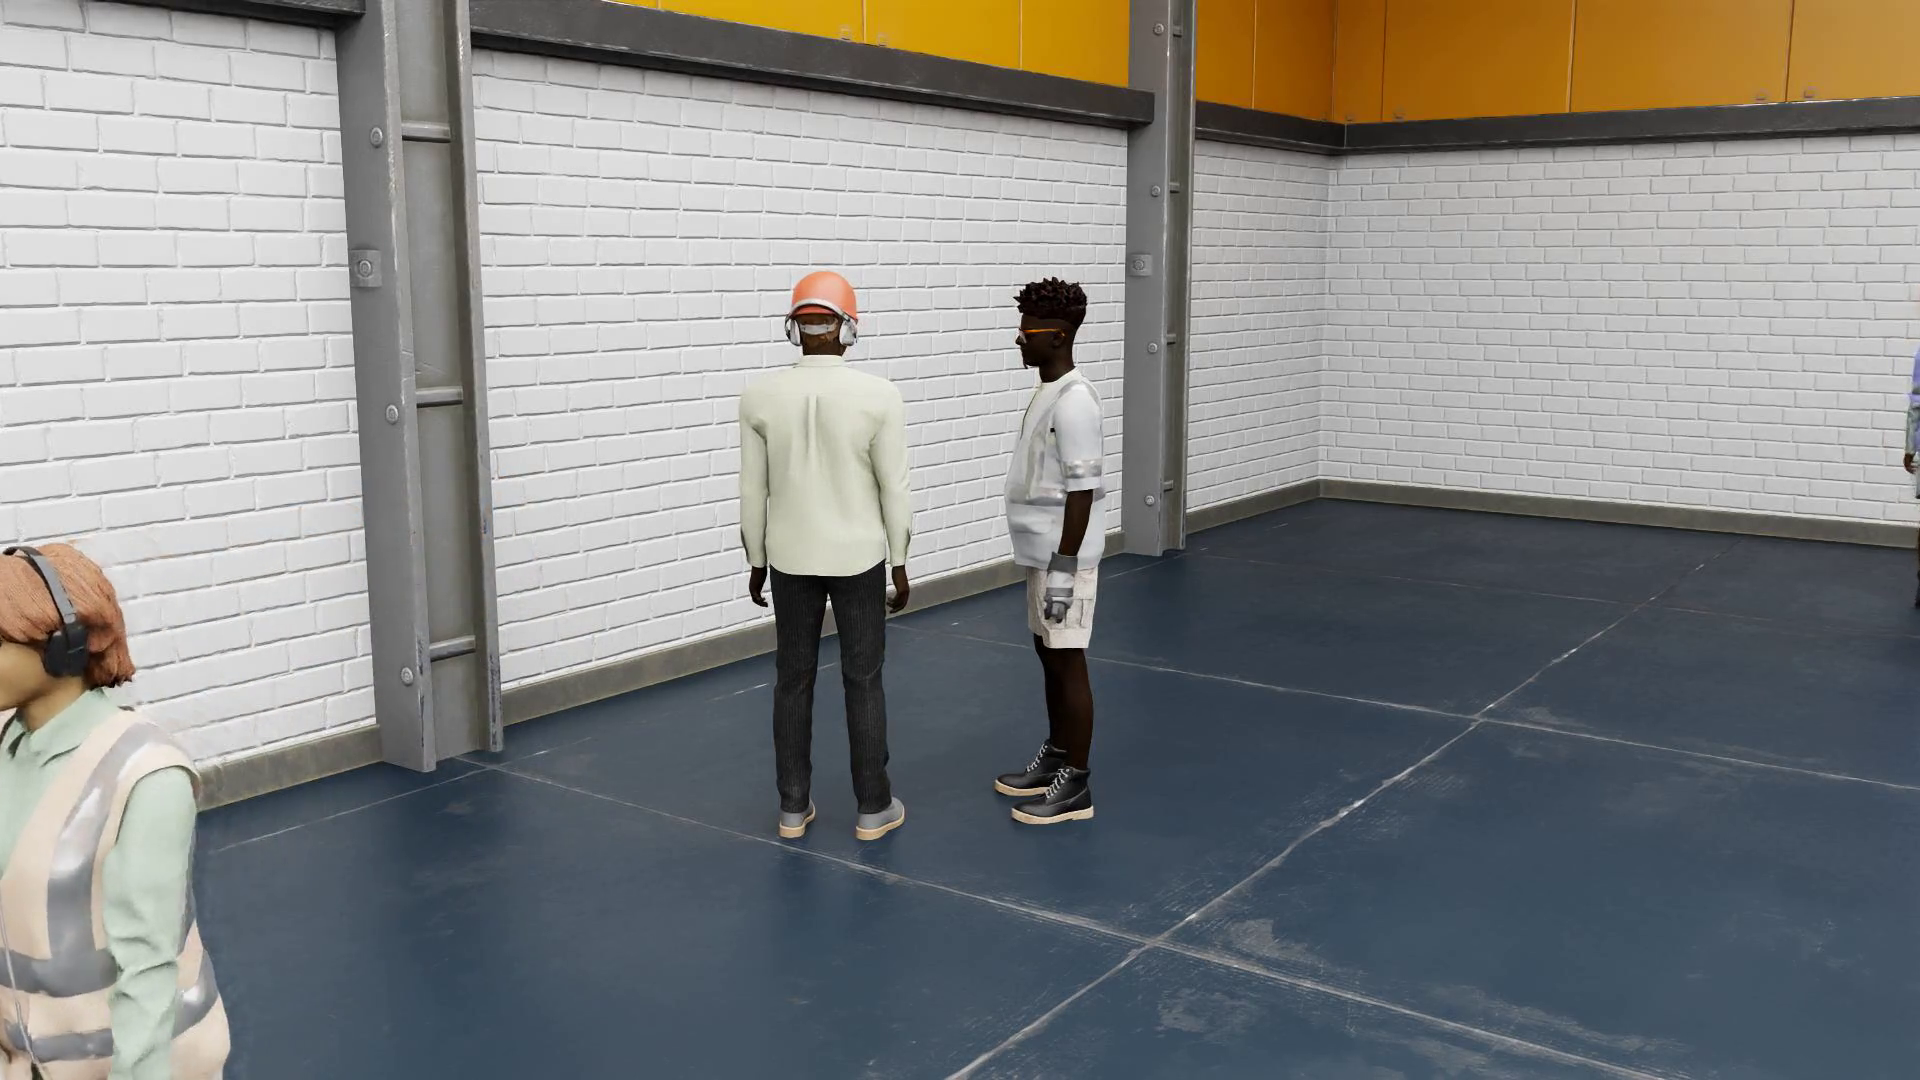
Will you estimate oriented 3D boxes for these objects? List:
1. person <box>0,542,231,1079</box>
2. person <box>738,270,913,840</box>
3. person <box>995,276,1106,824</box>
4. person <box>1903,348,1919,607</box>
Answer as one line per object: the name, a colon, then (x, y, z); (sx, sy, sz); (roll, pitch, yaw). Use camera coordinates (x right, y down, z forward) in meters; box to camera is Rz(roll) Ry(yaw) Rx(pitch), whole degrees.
person: (-1.334, 0.819, 2.428); (0.518, 1.619, 0.624); (5, 11, 26)
person: (-0.460, 0.063, 5.815); (0.610, 1.990, 0.390); (1, 10, 9)
person: (0.338, 0.037, 6.038); (0.367, 1.966, 0.603); (-1, 10, -7)
person: (5.791, -0.532, 9.647); (0.560, 1.882, 0.883); (5, 11, 29)
